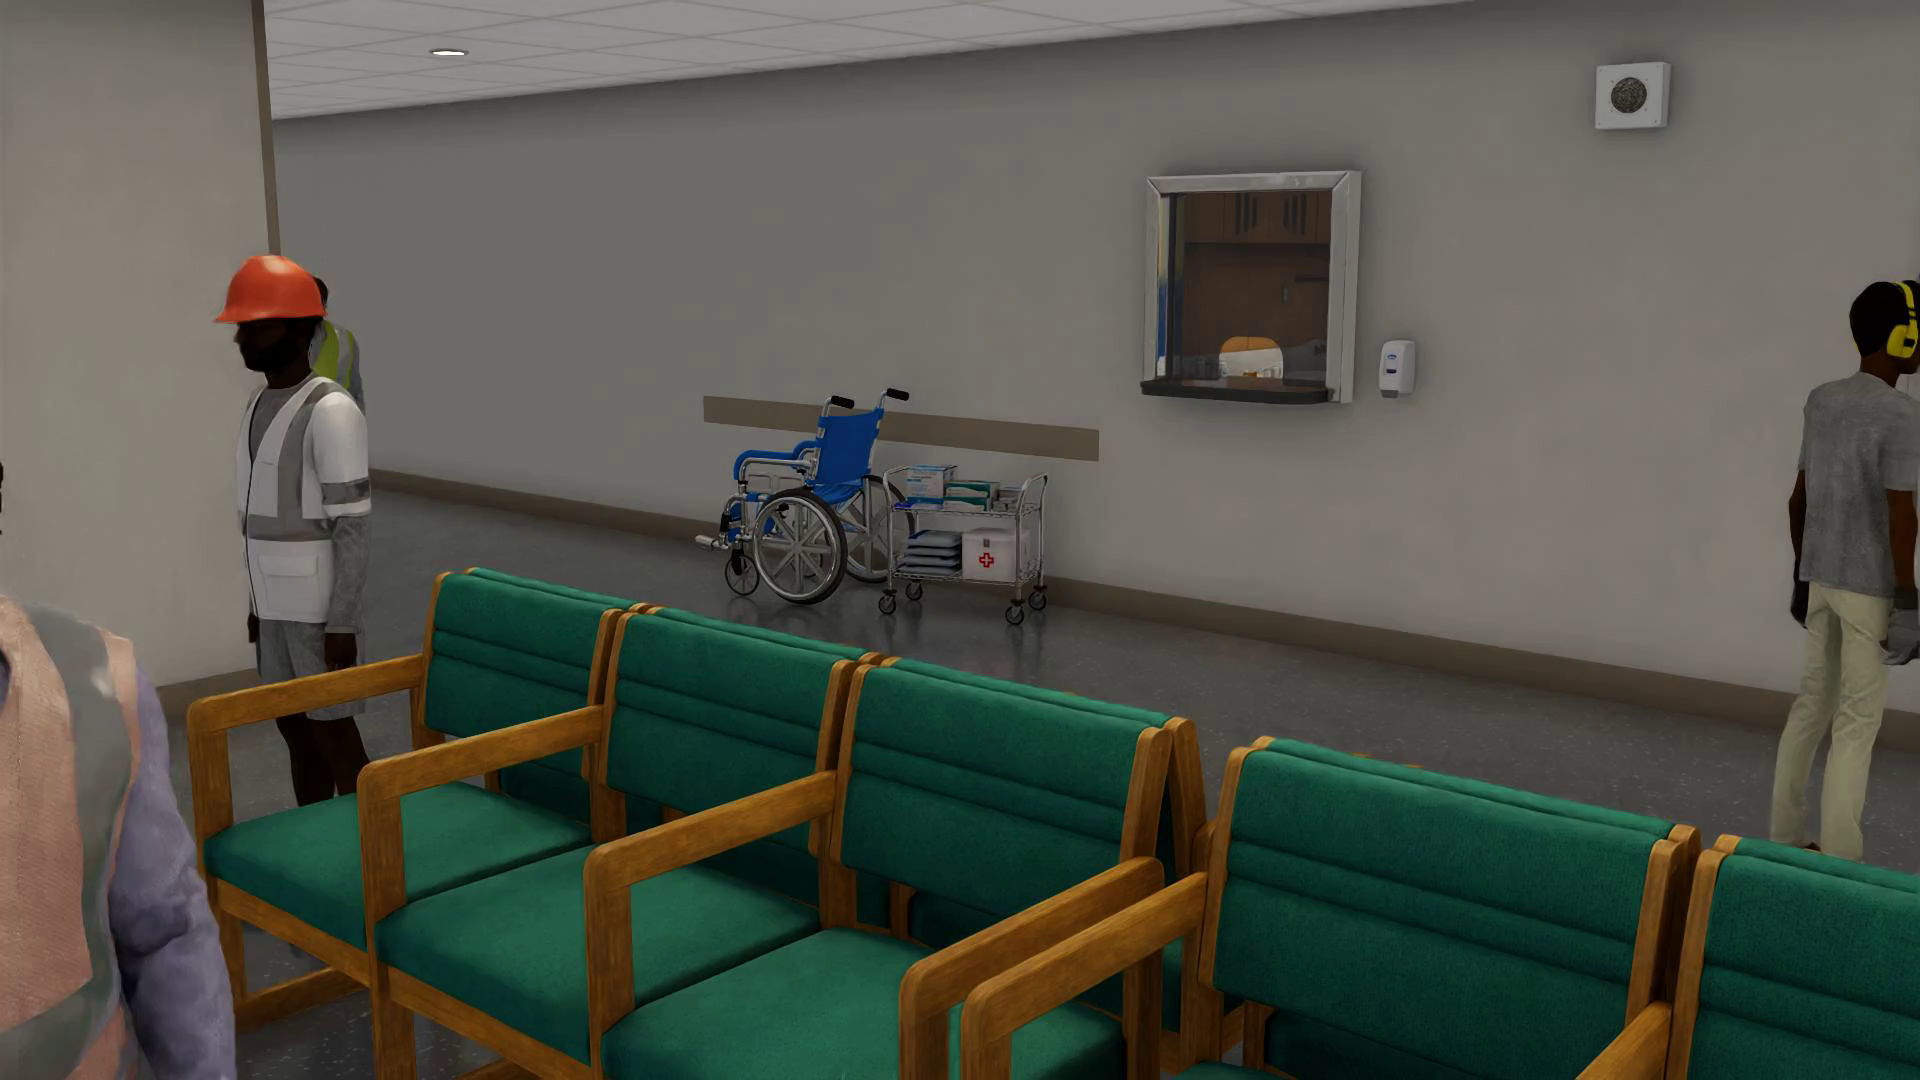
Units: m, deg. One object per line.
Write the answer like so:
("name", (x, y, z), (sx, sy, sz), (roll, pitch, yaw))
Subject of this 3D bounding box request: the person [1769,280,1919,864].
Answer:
("person", (2.713, 0.155, 5.034), (0.310, 1.864, 0.533), (-1, 10, -7))

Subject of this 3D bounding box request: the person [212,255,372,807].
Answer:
("person", (-1.891, 0.171, 4.734), (0.552, 1.937, 0.358), (9, 13, 41))

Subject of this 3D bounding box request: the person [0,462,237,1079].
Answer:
("person", (-1.082, 0.743, 1.805), (0.620, 1.815, 0.653), (7, 12, 35))
